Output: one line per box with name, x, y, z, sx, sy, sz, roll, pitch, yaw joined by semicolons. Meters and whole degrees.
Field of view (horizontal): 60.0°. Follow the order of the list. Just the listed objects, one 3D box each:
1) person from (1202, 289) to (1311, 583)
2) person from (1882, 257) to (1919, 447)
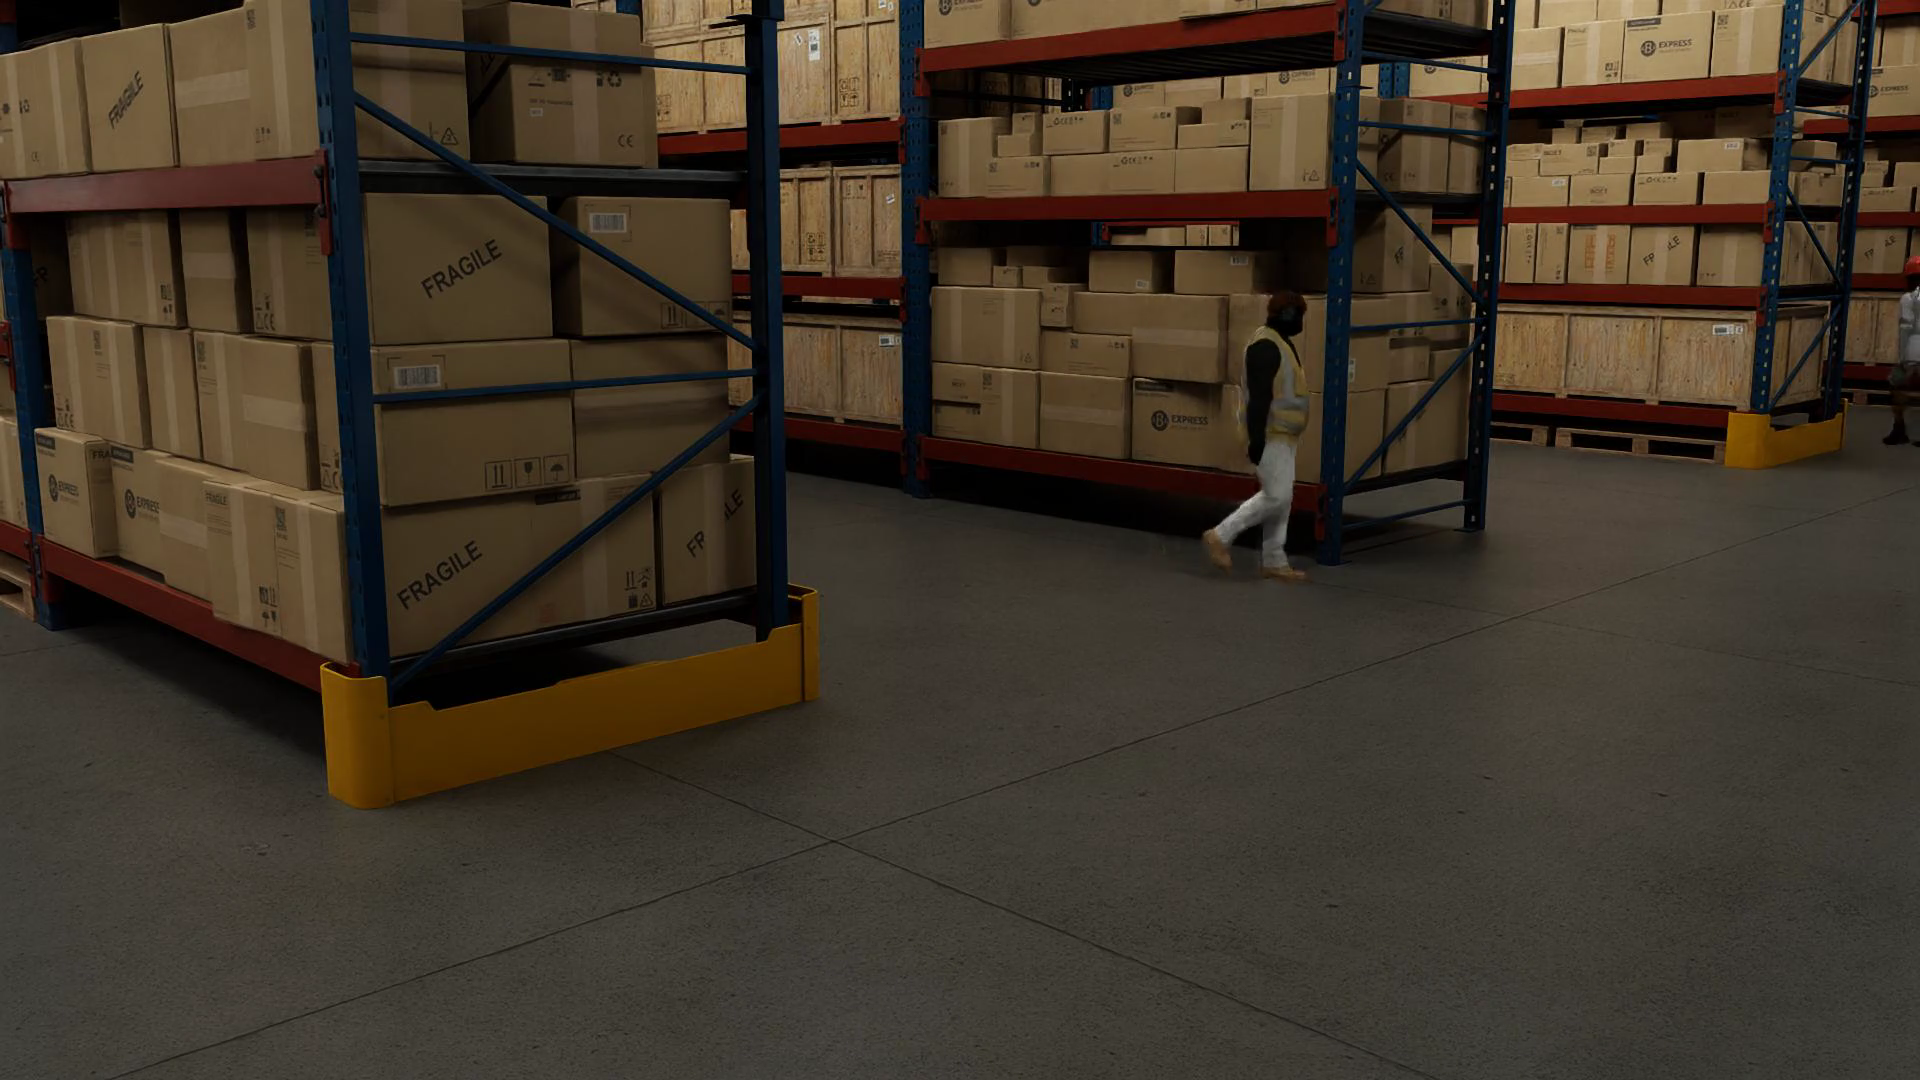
person;1.879;-0.636;10.256;0.548;1.807;0.675;5;11;24
person;9.634;-1.878;16.738;0.599;1.900;0.685;-1;10;-8
